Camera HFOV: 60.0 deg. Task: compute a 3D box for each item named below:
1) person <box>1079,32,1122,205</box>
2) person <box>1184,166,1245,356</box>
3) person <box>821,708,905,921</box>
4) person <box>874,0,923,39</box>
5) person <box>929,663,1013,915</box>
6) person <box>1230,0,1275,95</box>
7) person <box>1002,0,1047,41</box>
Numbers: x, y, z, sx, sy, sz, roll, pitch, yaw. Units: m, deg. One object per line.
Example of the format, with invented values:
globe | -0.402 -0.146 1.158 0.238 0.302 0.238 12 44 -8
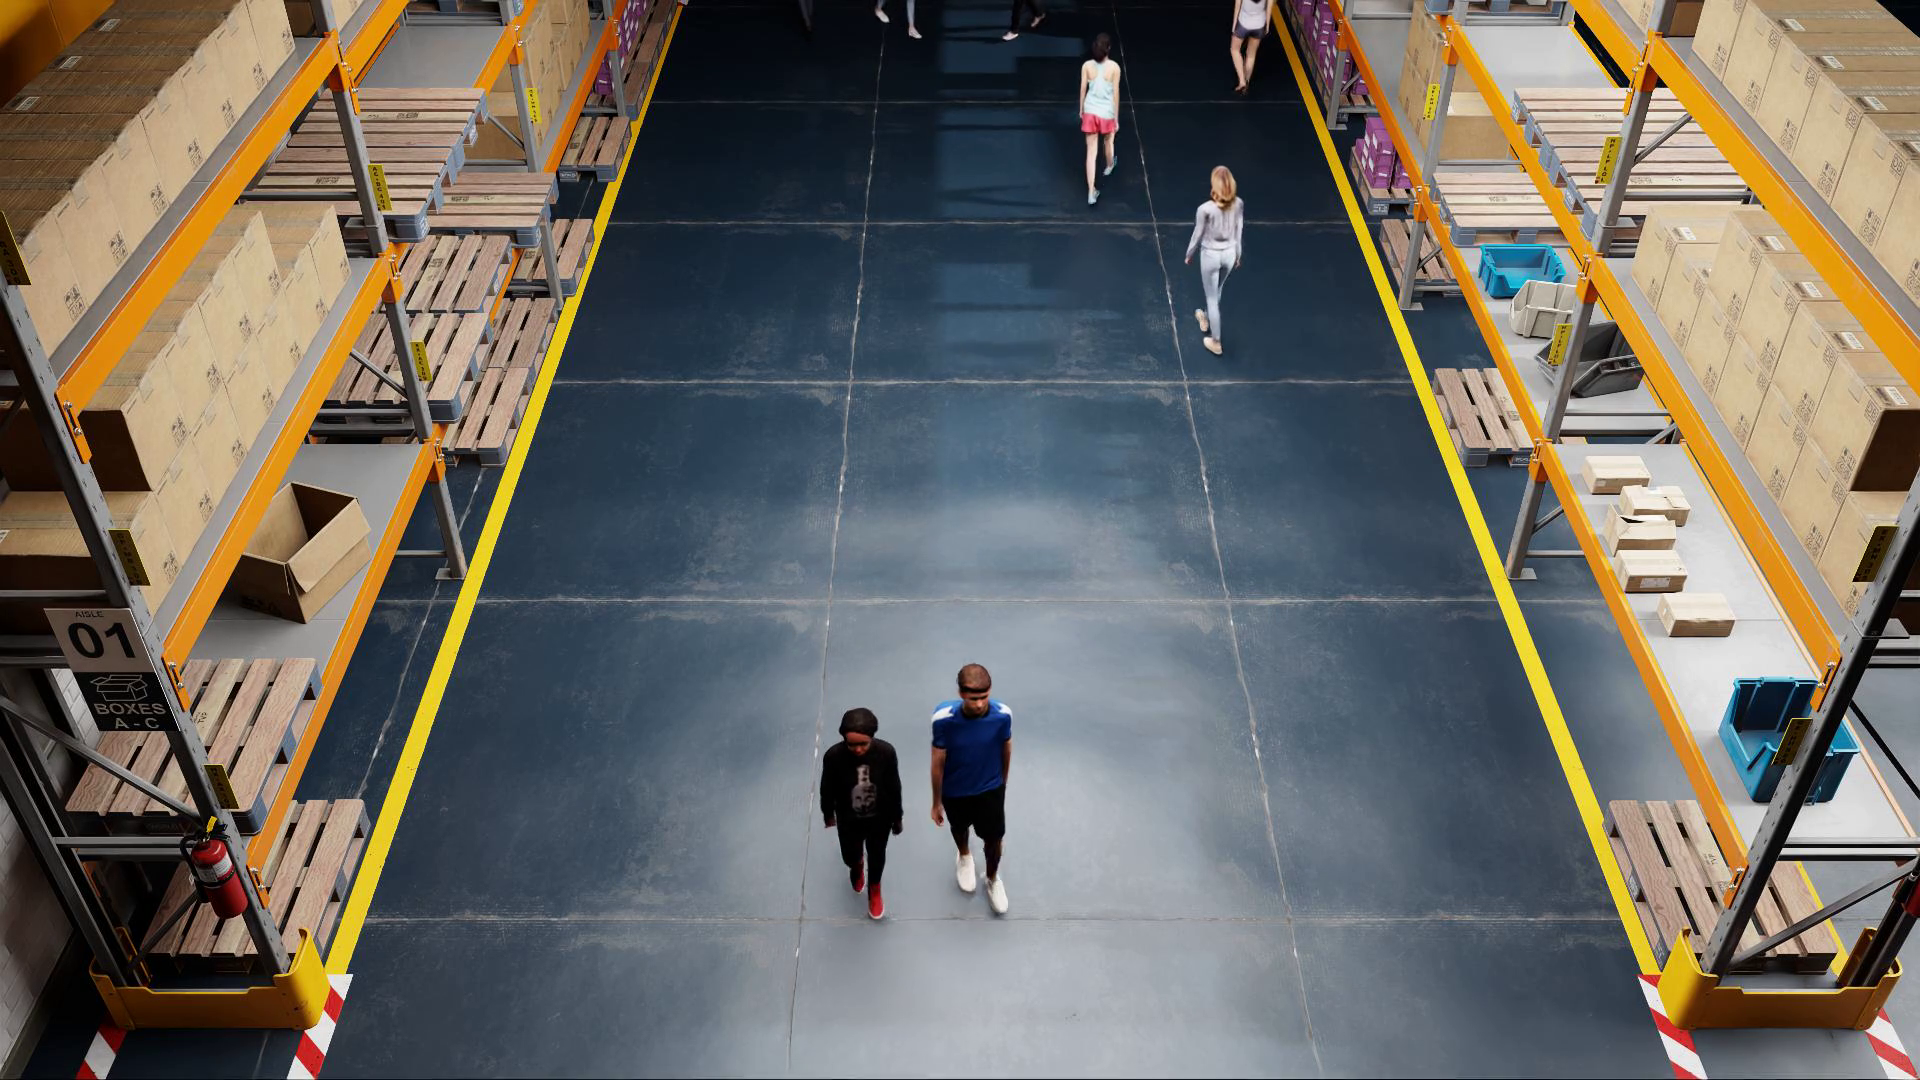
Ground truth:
person | 1.419 -4.312 17.140 0.834 1.722 1.210 10 40 12
person | 2.308 -2.441 14.753 0.797 1.777 0.973 -12 40 -14
person | -0.572 1.541 9.861 0.681 1.660 0.714 -7 39 -9
person | -0.830 -7.145 20.733 1.097 1.665 1.185 -30 47 -32
person | 0.046 1.370 9.922 0.699 1.850 0.803 -4 39 -5
person | 3.354 -5.917 19.172 0.611 1.694 0.686 -2 39 -2
person | 0.859 -7.082 20.734 1.108 1.565 1.088 -28 46 -30
